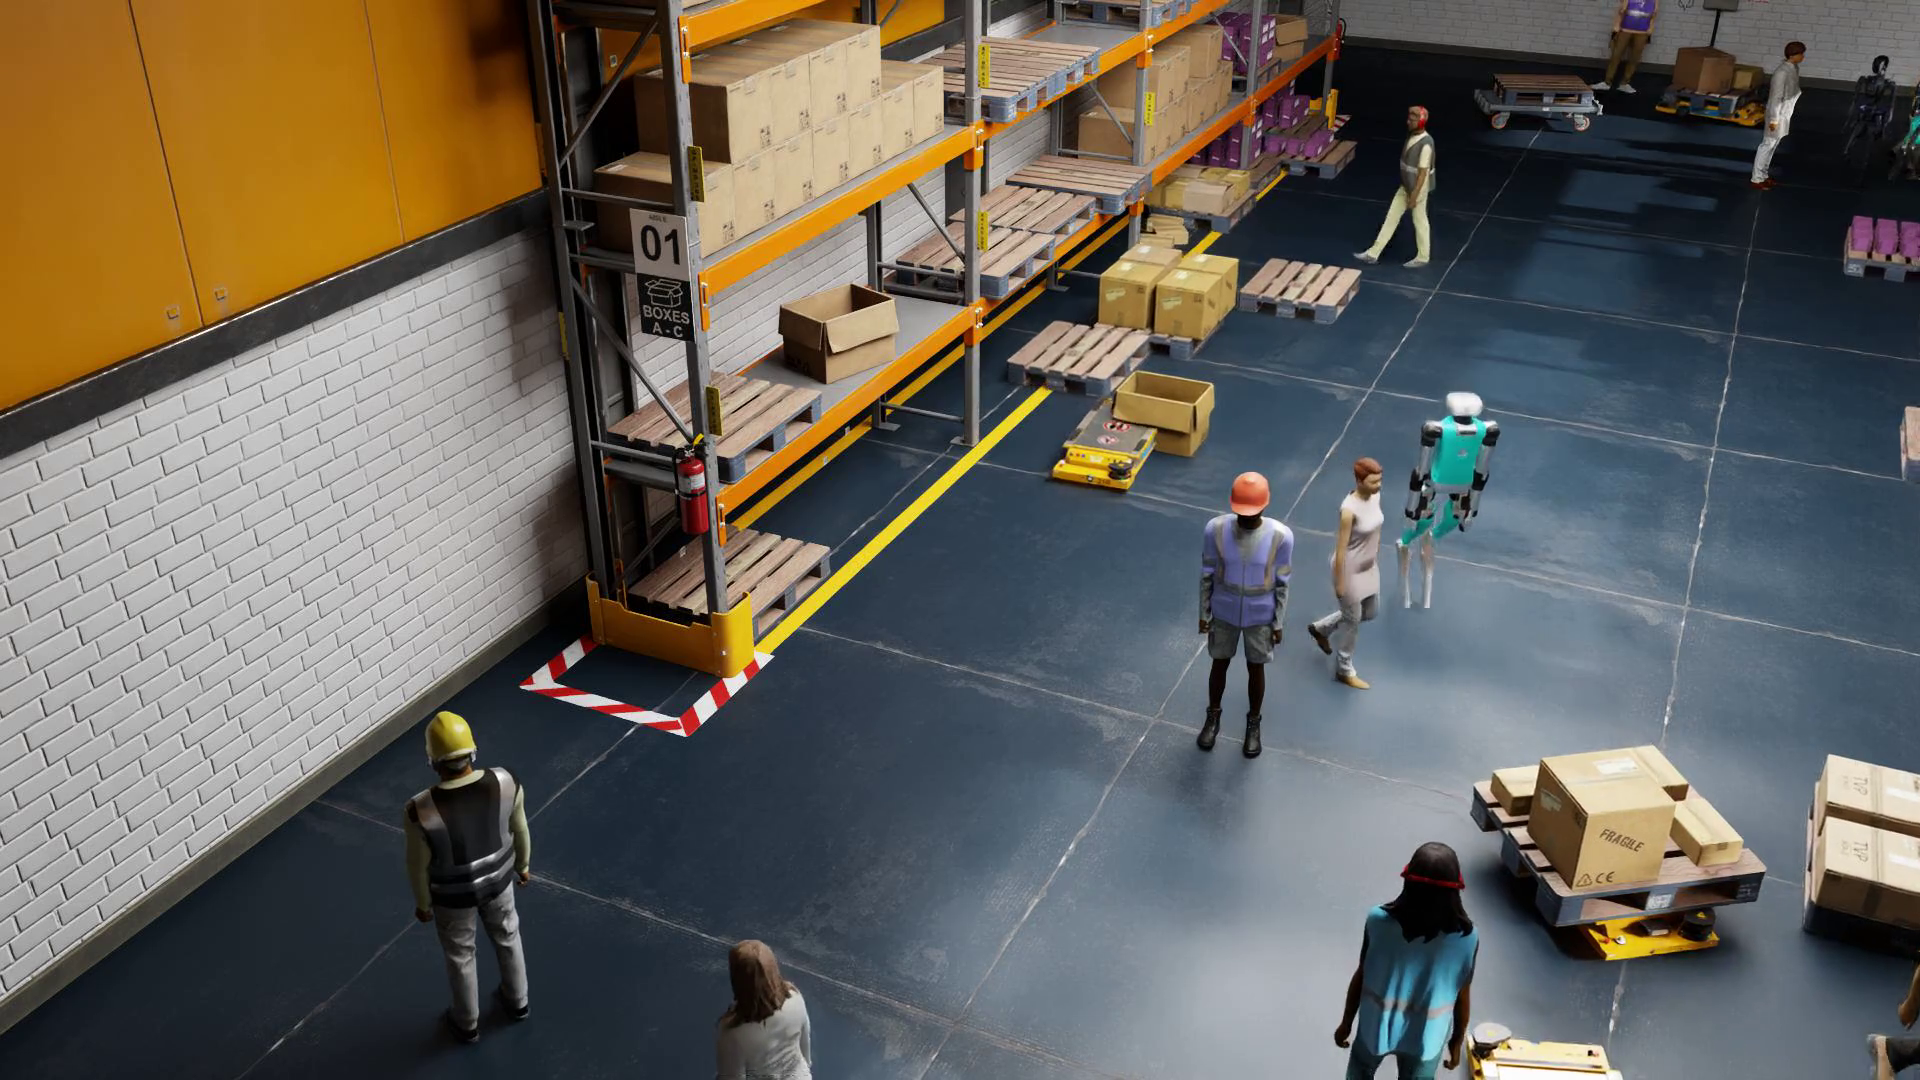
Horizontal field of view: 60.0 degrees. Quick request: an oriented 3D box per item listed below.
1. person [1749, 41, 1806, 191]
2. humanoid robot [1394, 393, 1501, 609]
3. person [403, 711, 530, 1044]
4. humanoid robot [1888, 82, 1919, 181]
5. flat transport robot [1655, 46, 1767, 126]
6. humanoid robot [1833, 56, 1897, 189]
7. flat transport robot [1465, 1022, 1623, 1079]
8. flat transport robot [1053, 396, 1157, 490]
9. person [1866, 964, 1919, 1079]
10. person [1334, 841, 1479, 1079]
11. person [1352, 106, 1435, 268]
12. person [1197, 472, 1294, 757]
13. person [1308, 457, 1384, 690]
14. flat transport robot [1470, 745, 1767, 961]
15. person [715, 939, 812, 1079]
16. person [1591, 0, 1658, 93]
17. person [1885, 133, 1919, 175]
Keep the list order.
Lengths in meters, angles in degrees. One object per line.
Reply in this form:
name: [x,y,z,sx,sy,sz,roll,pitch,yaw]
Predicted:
person: [10.364,-5.368,21.038,0.365,1.829,0.514,22,35,35]
humanoid robot: [3.343,-0.272,11.708,0.544,1.803,0.691,-2,28,-4]
person: [-2.366,1.636,8.066,0.600,1.819,0.403,-21,35,-33]
humanoid robot: [12.331,-5.420,21.236,0.790,1.783,0.532,-23,36,-35]
flat transport robot: [11.105,-6.368,24.536,1.431,0.231,0.659,22,35,35]
humanoid robot: [11.494,-5.275,21.029,0.440,1.650,0.599,-18,33,-30]
flat transport robot: [2.752,2.797,7.541,0.659,0.231,1.431,3,28,5]
flat transport robot: [1.328,-0.847,14.300,0.659,0.231,1.431,10,30,19]
person: [4.447,1.995,7.405,0.546,1.816,0.665,-4,29,-7]
person: [1.905,2.106,7.181,0.538,1.842,0.469,7,29,13]
person: [4.841,-3.837,18.213,0.918,1.806,0.600,-4,29,-8]
person: [1.720,0.451,10.149,0.542,1.929,0.384,7,29,13]
person: [2.571,0.188,10.924,0.467,1.643,0.460,23,36,36]
flat transport robot: [3.588,1.799,9.392,0.659,0.231,1.431,-5,29,-9]
person: [-0.829,2.335,6.937,0.387,1.644,0.527,25,37,38]
person: [10.248,-7.841,25.571,0.779,1.891,0.406,4,29,8]
person: [12.572,-5.664,21.592,0.639,1.829,0.569,19,34,31]
